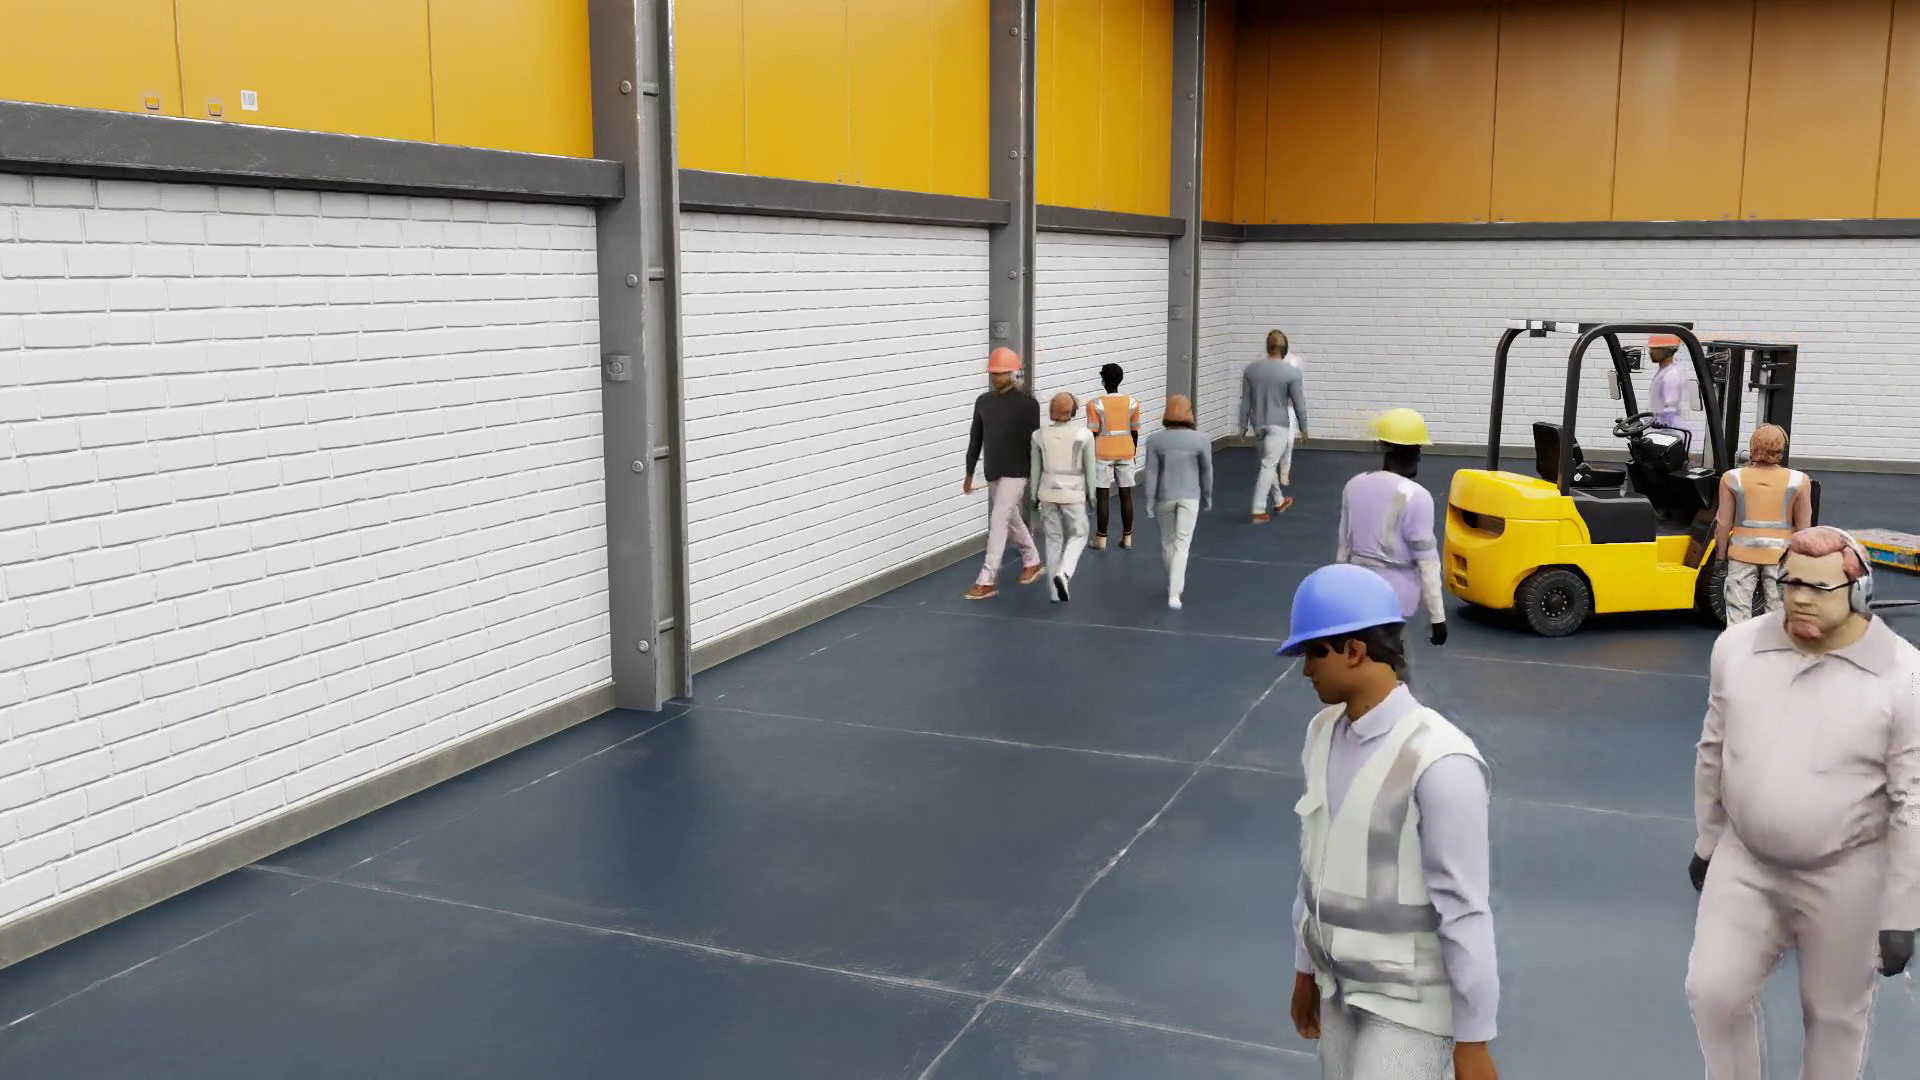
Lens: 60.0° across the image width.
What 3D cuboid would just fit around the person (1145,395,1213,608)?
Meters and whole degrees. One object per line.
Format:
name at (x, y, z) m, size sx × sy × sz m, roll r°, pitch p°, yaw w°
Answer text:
person at (1.658, -0.300, 12.627) m, size 0.497 × 1.586 × 0.873 m, roll 3°, pitch 10°, yaw 17°

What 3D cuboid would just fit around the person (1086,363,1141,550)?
person at (1.375, -0.750, 15.028) m, size 0.533 × 1.696 × 0.318 m, roll -3°, pitch 10°, yaw -18°

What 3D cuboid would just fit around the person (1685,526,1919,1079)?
person at (2.221, 0.900, 4.446) m, size 0.635 × 1.883 × 0.679 m, roll -8°, pitch 12°, yaw -39°

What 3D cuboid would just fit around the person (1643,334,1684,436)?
person at (6.472, -0.945, 15.206) m, size 0.776 × 2.025 × 0.626 m, roll 4°, pitch 10°, yaw 21°

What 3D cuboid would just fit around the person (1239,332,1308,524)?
person at (3.194, -1.131, 16.733) m, size 0.652 × 1.890 × 0.986 m, roll 8°, pitch 12°, yaw 41°

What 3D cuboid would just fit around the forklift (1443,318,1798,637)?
forklift at (4.706, -0.497, 11.990) m, size 2.313 × 2.155 × 1.214 m, roll -2°, pitch 10°, yaw -10°

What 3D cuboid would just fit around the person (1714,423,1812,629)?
person at (4.742, 0.131, 9.856) m, size 0.514 × 1.642 × 0.310 m, roll 5°, pitch 10°, yaw 26°

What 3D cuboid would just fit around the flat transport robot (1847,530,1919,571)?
flat transport robot at (8.055, 0.095, 14.214) m, size 0.652 × 0.197 × 1.431 m, roll -3°, pitch 10°, yaw -18°

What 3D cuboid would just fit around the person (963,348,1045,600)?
person at (0.372, -0.542, 13.101) m, size 0.620 × 1.945 × 1.046 m, roll 9°, pitch 13°, yaw 43°

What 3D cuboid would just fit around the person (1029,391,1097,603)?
person at (0.758, -0.302, 12.511) m, size 0.528 × 1.622 × 0.469 m, roll 4°, pitch 10°, yaw 21°

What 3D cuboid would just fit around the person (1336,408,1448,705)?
person at (2.163, 0.275, 8.313) m, size 1.032 × 1.868 × 0.595 m, roll -4°, pitch 10°, yaw -21°

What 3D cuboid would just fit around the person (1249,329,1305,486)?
person at (3.658, -1.517, 19.265) m, size 0.672 × 1.834 × 0.472 m, roll 1°, pitch 9°, yaw 5°

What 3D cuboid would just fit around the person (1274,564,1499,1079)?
person at (0.941, 1.011, 3.729) m, size 0.414 × 1.902 × 0.662 m, roll -3°, pitch 10°, yaw -18°
